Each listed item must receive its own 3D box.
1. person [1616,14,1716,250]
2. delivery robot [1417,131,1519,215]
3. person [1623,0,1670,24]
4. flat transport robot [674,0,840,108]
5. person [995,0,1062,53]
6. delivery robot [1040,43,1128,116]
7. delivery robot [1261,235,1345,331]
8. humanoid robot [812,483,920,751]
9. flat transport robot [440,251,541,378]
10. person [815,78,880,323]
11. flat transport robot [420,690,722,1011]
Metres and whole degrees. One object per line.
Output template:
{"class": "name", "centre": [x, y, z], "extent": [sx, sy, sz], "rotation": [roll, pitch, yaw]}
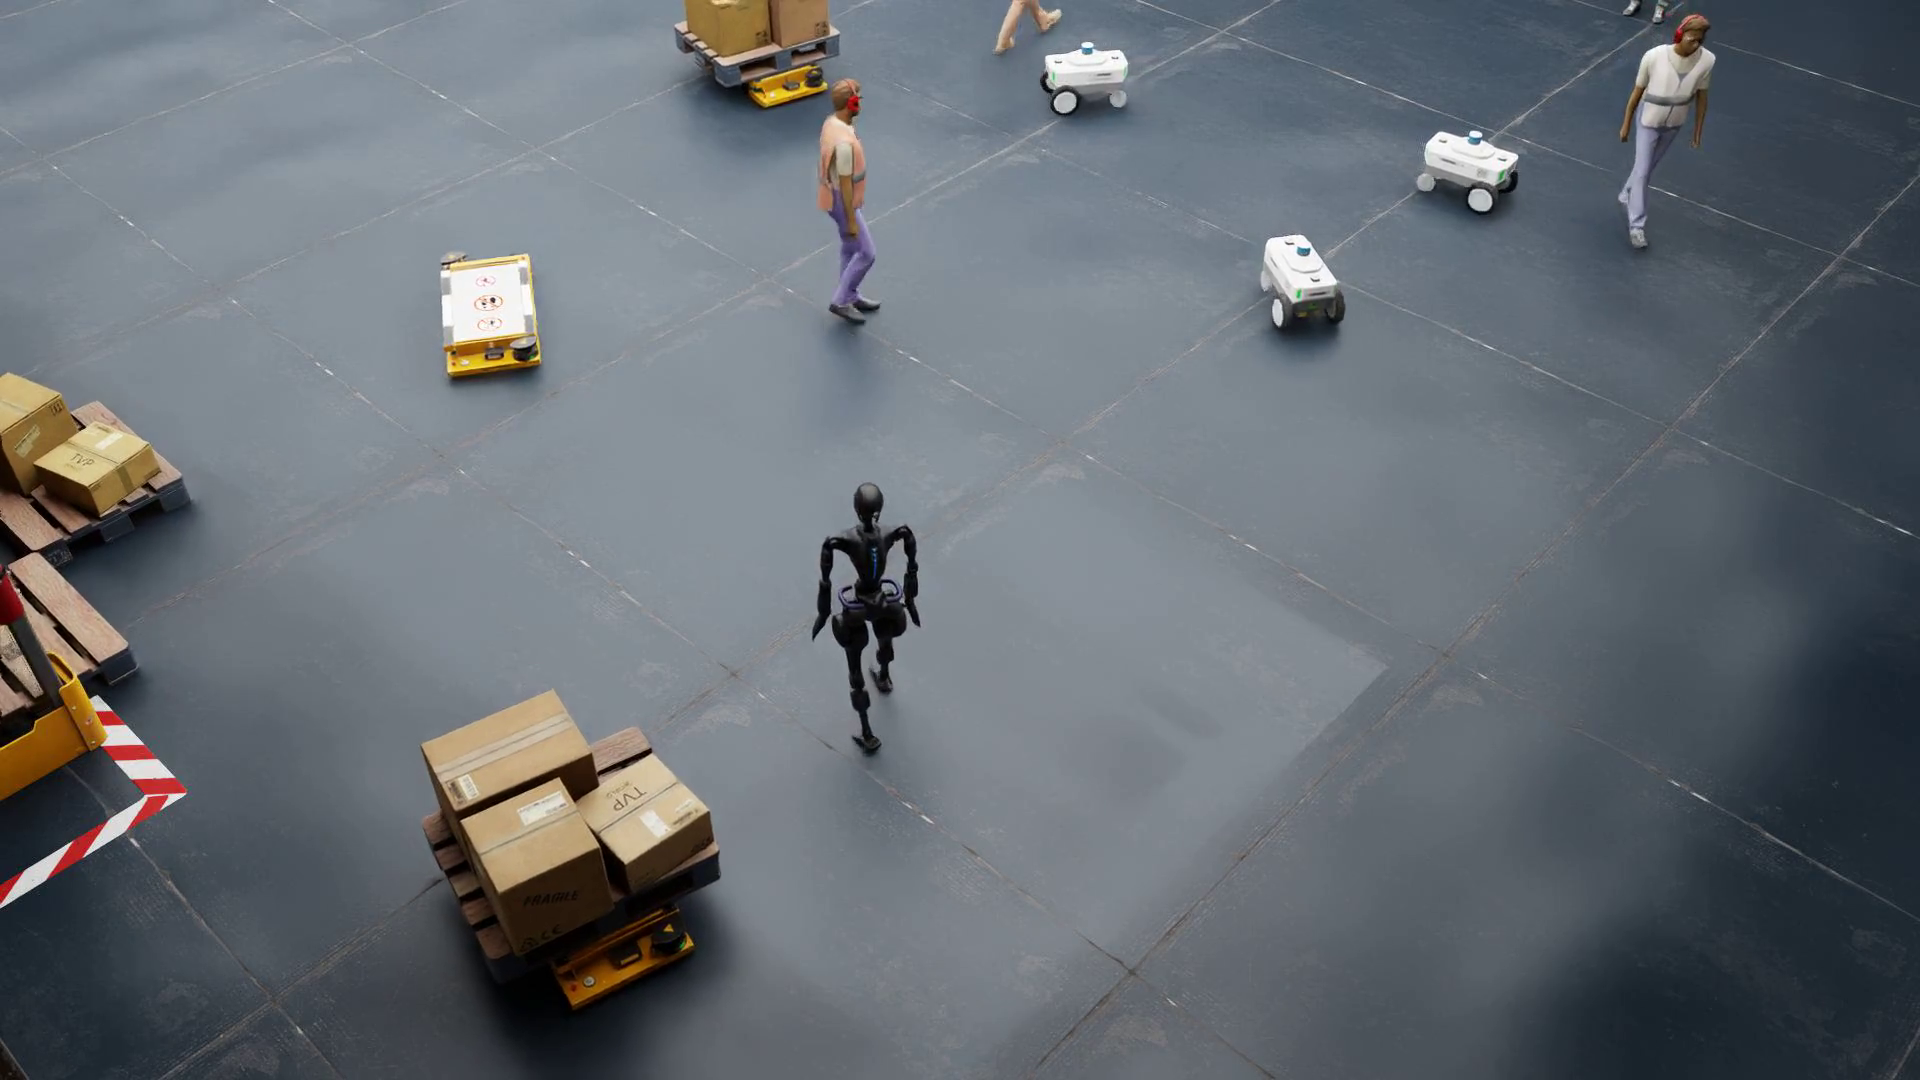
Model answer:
{"class": "person", "centre": [5.488, -3.192, 12.929], "extent": [0.578, 1.796, 0.865], "rotation": [-4, 42, -5]}
{"class": "delivery robot", "centre": [4.200, -3.090, 13.736], "extent": [0.757, 0.580, 0.499], "rotation": [26, 48, 26]}
{"class": "person", "centre": [6.790, -5.894, 15.910], "extent": [0.562, 1.833, 0.408], "rotation": [21, 46, 22]}
{"class": "flat transport robot", "centre": [-1.872, -4.452, 15.474], "extent": [0.659, 0.231, 1.431], "rotation": [-24, 47, -24]}
{"class": "person", "centre": [0.671, -5.432, 15.500], "extent": [0.901, 1.677, 0.534], "rotation": [-33, 51, -31]}
{"class": "delivery robot", "centre": [1.123, -4.171, 14.944], "extent": [0.793, 0.590, 0.499], "rotation": [-6, 42, -7]}
{"class": "delivery robot", "centre": [2.553, -1.945, 12.486], "extent": [0.499, 0.611, 0.809], "rotation": [-9, 43, -10]}
{"class": "humanoid robot", "centre": [-0.521, 0.371, 9.088], "extent": [0.613, 1.638, 0.660], "rotation": [-13, 43, -14]}
{"class": "flat transport robot", "centre": [-3.523, -1.727, 12.446], "extent": [0.659, 0.231, 1.431], "rotation": [-10, 43, -11]}
{"class": "person", "centre": [-0.839, -2.443, 12.091], "extent": [0.428, 1.820, 0.625], "rotation": [-6, 42, -7]}
{"class": "flat transport robot", "centre": [-1.983, 1.720, 8.614], "extent": [0.659, 0.231, 1.431], "rotation": [-23, 47, -23]}
